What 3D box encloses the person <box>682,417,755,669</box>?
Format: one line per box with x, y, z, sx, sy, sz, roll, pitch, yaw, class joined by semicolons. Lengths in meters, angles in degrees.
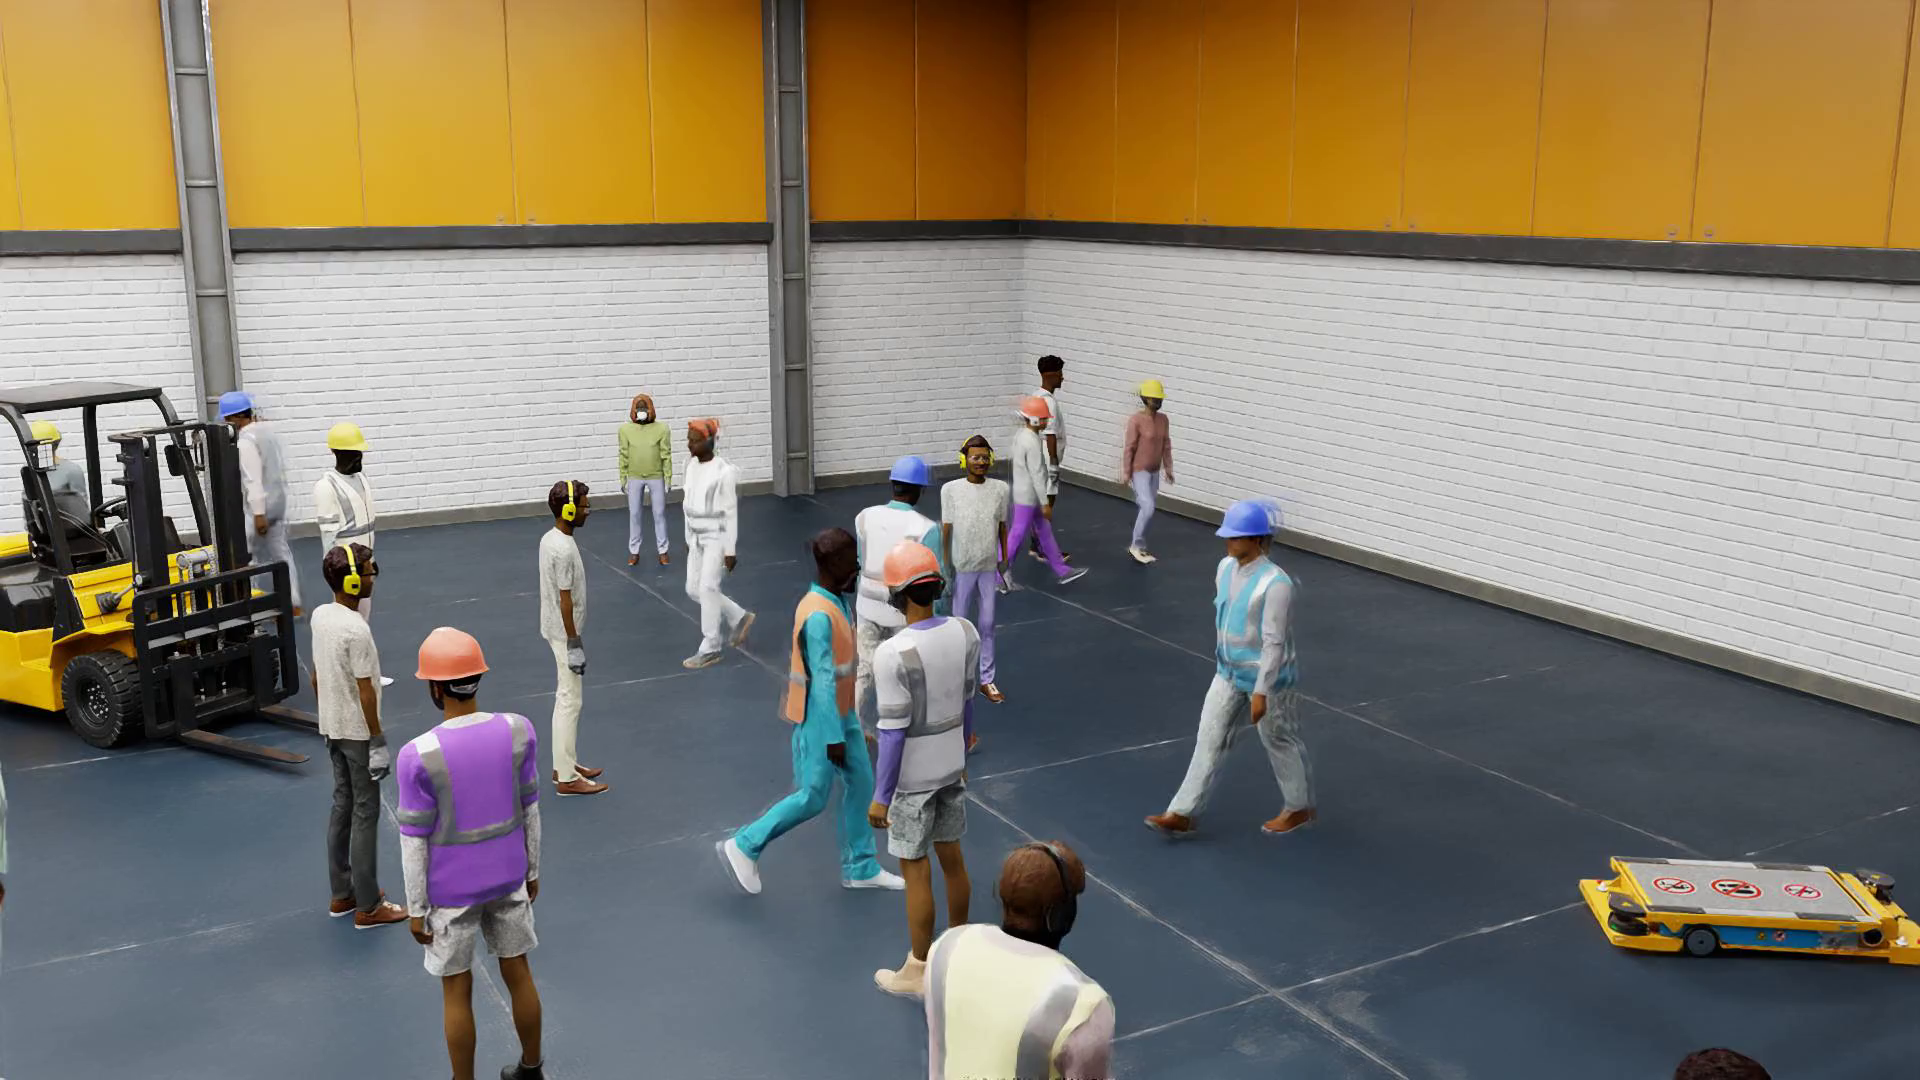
-1.816;0.003;12.349;0.593;1.867;0.586;-11;16;-42;person

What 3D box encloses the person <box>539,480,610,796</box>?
-2.279;0.570;9.739;0.336;1.858;0.516;-4;13;-19;person

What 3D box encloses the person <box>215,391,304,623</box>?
-5.762;-0.253;13.443;0.793;1.905;0.633;-1;12;-6;person

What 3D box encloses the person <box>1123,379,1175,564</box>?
1.779;-0.639;15.625;0.463;1.752;0.533;12;17;44;person

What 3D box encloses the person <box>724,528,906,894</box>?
-0.725;0.866;8.270;0.859;1.892;0.600;2;12;8;person

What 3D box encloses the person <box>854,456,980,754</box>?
-0.315;0.432;10.316;0.781;1.899;0.557;7;14;30;person

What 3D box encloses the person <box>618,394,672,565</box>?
-2.945;-0.564;15.594;0.496;1.626;0.287;-1;12;-3;person

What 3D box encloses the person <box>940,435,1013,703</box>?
0.112;0.206;11.389;0.514;1.876;0.328;-4;13;-16;person

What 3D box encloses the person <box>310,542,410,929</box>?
-2.904;0.932;7.998;0.521;1.870;0.319;11;17;43;person

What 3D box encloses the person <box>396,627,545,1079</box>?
-1.847;1.271;6.278;0.549;1.928;0.388;-10;16;-39;person

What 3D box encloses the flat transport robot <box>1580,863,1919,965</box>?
3.777;1.751;7.927;1.431;0.197;0.652;2;12;7;flat transport robot

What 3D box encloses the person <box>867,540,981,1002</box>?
-0.181;1.004;7.264;0.394;2.037;0.605;10;16;39;person

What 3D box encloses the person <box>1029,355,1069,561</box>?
0.832;-0.780;15.799;0.361;1.961;0.613;-2;12;-11;person

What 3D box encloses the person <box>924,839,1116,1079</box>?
0.161;1.705;4.495;0.661;1.830;0.489;12;17;44;person

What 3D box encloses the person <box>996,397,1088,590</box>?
0.697;-0.397;14.603;0.891;1.703;0.591;0;12;-2;person

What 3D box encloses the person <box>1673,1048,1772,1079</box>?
1.468;1.918;3.266;0.590;1.916;0.389;-5;13;-22;person

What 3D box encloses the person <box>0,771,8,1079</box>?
-3.689;1.299;6.165;0.394;1.917;0.590;-5;13;-23;person

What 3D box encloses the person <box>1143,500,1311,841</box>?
1.511;0.719;8.938;1.014;1.889;0.642;-6;13;-26;person

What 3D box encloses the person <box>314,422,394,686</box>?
-4.230;0.135;11.596;0.367;1.926;0.594;1;12;6;person

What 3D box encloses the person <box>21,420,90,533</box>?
-6.993;-0.052;12.858;0.533;1.765;0.329;1;12;7;person

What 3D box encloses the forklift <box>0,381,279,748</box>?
-5.853;0.085;11.199;2.313;2.155;1.214;7;14;28;forklift
